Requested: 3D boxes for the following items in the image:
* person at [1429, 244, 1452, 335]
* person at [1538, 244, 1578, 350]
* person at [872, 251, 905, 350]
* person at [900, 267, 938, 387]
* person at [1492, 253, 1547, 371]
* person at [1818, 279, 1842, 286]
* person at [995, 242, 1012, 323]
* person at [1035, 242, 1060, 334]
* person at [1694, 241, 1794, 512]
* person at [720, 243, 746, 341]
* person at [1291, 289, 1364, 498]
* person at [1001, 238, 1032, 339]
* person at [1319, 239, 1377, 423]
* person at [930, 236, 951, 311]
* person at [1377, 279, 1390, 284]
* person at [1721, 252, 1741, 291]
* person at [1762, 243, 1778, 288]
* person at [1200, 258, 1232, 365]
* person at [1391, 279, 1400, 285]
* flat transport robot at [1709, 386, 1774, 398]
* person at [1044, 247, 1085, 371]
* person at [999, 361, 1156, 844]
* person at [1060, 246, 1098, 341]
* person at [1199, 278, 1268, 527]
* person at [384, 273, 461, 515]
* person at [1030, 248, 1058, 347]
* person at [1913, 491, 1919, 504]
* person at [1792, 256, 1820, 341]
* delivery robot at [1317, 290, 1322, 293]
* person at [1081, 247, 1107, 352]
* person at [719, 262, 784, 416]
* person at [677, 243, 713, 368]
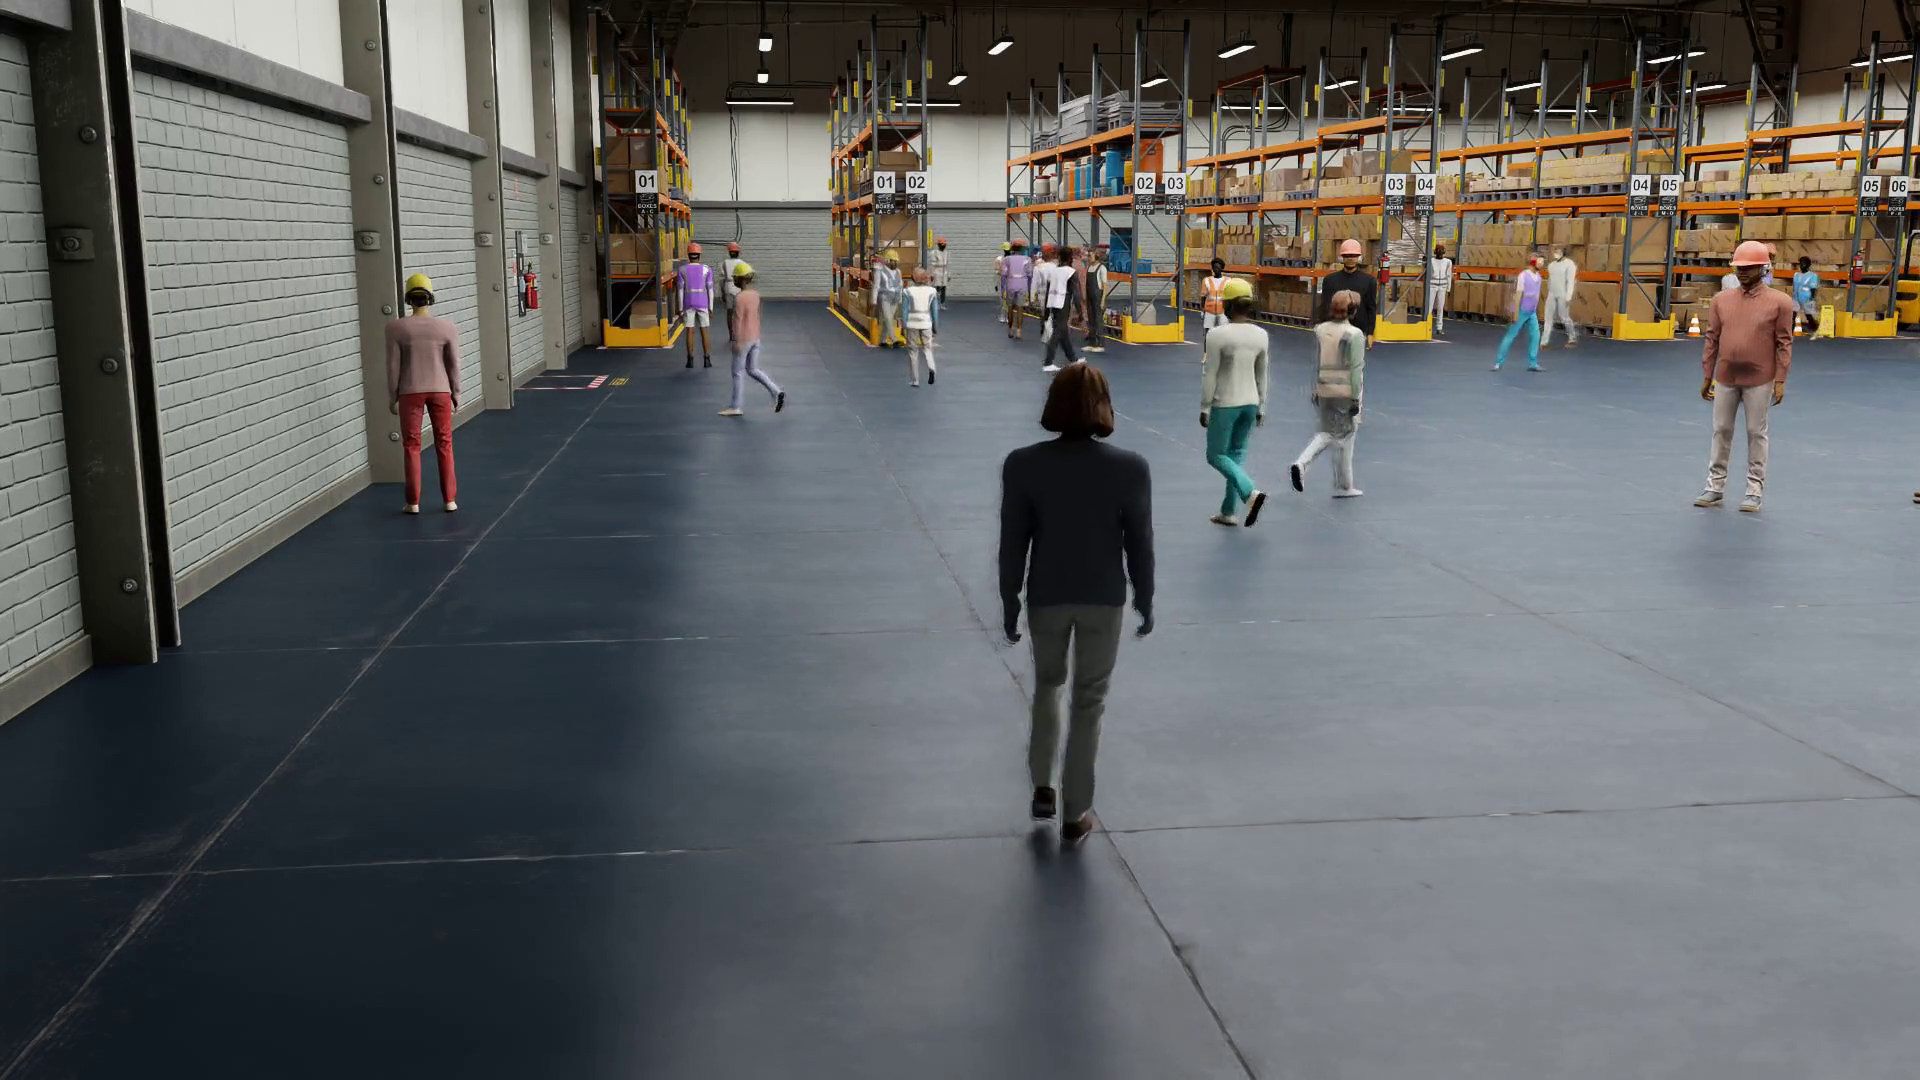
[{"bbox_3d":[9.895,-5.189,34.473,0.575,1.883,0.362,0,10,1],"label":"person"},{"bbox_3d":[10.844,-4.367,29.988,0.910,1.918,0.642,-5,12,-27],"label":"person"},{"bbox_3d":[-1.234,-4.319,29.998,0.611,1.769,0.942,-9,14,-42],"label":"person"},{"bbox_3d":[-0.546,-2.866,22.446,0.525,1.622,0.494,-3,11,-17],"label":"person"},{"bbox_3d":[8.465,-3.432,25.116,0.641,1.800,0.701,-9,13,-39],"label":"person"},{"bbox_3d":[19.580,-5.784,37.503,0.611,1.965,0.362,0,10,0],"label":"person"},{"bbox_3d":[1.144,-6.052,39.156,0.600,1.897,0.739,-2,11,-11],"label":"person"},{"bbox_3d":[1.840,-5.233,34.637,0.598,1.910,0.502,-4,11,-19],"label":"person"},{"bbox_3d":[5.814,-1.209,12.345,0.395,1.993,0.616,-10,14,-42],"label":"person"},{"bbox_3d":[-4.417,-4.891,32.788,0.569,1.896,0.930,1,10,5],"label":"person"},{"bbox_3d":[2.882,-1.118,12.847,0.551,1.623,0.529,-6,12,-29],"label":"person"},{"bbox_3d":[1.122,-5.026,33.283,0.622,1.981,1.066,0,10,1],"label":"person"},{"bbox_3d":[4.216,-2.267,18.142,0.613,1.997,0.374,4,11,19],"label":"person"},{"bbox_3d":[-0.528,-7.265,45.441,0.634,2.031,0.489,-7,12,-34],"label":"person"},{"bbox_3d":[13.168,-8.342,51.615,0.629,1.937,0.379,8,13,37],"label":"person"},{"bbox_3d":[10.536,-2.962,22.422,0.418,1.829,0.702,-5,12,-27],"label":"person"},{"bbox_3d":[14.437,-4.405,30.074,0.565,1.920,0.674,-8,13,-37],"label":"person"},{"bbox_3d":[4.072,-3.618,26.368,0.539,1.695,0.319,3,11,15],"label":"person"},{"bbox_3d":[13.164,-7.871,49.434,0.922,1.797,0.629,-9,14,-41],"label":"person"},{"bbox_3d":[9.928,-1.938,21.073,0.652,0.197,1.431,7,12,32],"label":"flat transport robot"},{"bbox_3d":[1.623,-3.520,25.364,0.977,1.864,0.622,-8,13,-36],"label":"person"},{"bbox_3d":[0.398,0.212,5.584,0.511,1.617,0.376,3,11,16],"label":"person"},{"bbox_3d":[2.289,-4.766,32.283,0.851,1.843,0.693,-1,10,-7],"label":"person"},{"bbox_3d":[1.930,-0.932,11.496,0.532,1.744,0.620,-6,12,-28],"label":"person"},{"bbox_3d":[-3.933,-1.065,12.213,0.526,1.763,0.335,-5,12,-26],"label":"person"},{"bbox_3d":[1.582,-4.390,30.256,0.591,1.826,1.014,-3,11,-14],"label":"person"},{"bbox_3d":[7.511,-1.214,12.630,0.399,1.905,0.643,7,12,33],"label":"person"},{"bbox_3d":[16.370,-4.660,32.193,0.823,1.663,0.530,-5,12,-27],"label":"person"},{"bbox_3d":[10.878,-7.292,49.385,0.707,0.478,0.477,-1,10,-4],"label":"delivery robot"},{"bbox_3d":[2.375,-4.227,29.301,0.325,1.843,0.517,-7,13,-34],"label":"person"},{"bbox_3d":[-2.385,-2.265,18.822,0.698,1.749,0.542,4,11,21],"label":"person"},{"bbox_3d":[-4.113,-3.646,25.871,0.552,1.932,0.377,-2,11,-11],"label":"person"}]
